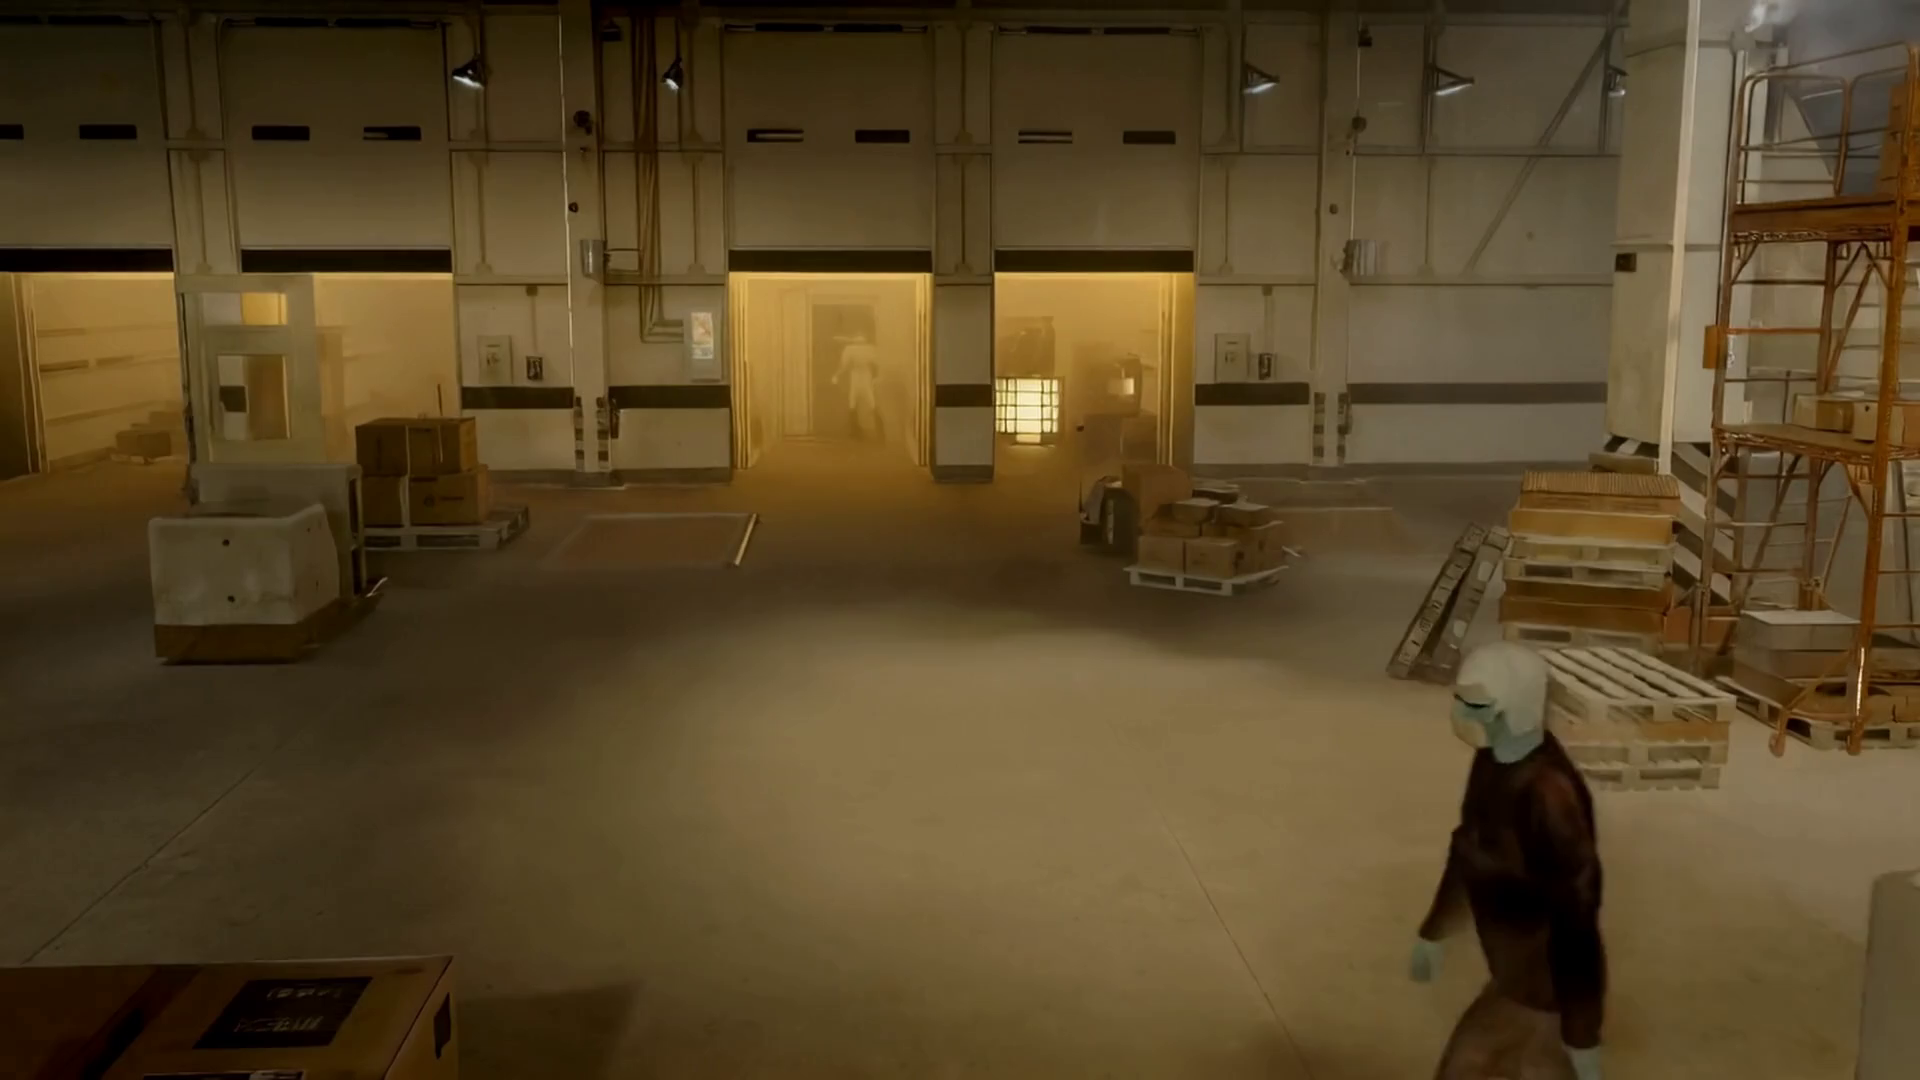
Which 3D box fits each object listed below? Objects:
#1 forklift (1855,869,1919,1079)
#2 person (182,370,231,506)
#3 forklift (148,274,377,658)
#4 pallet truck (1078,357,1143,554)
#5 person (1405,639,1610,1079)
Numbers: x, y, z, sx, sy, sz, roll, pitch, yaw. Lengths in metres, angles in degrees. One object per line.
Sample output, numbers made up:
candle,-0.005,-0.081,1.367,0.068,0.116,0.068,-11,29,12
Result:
forklift,3.298,0.754,4.010,1.129,2.768,1.873,-2,9,-10
person,-7.689,-0.845,17.143,0.558,1.906,0.927,3,9,17
forklift,-5.348,-0.627,12.681,1.129,2.768,1.873,-1,9,-4
pallet truck,2.088,-0.836,16.757,1.885,1.965,0.823,2,9,13
person,1.457,1.179,4.490,1.077,1.871,0.676,1,9,9
